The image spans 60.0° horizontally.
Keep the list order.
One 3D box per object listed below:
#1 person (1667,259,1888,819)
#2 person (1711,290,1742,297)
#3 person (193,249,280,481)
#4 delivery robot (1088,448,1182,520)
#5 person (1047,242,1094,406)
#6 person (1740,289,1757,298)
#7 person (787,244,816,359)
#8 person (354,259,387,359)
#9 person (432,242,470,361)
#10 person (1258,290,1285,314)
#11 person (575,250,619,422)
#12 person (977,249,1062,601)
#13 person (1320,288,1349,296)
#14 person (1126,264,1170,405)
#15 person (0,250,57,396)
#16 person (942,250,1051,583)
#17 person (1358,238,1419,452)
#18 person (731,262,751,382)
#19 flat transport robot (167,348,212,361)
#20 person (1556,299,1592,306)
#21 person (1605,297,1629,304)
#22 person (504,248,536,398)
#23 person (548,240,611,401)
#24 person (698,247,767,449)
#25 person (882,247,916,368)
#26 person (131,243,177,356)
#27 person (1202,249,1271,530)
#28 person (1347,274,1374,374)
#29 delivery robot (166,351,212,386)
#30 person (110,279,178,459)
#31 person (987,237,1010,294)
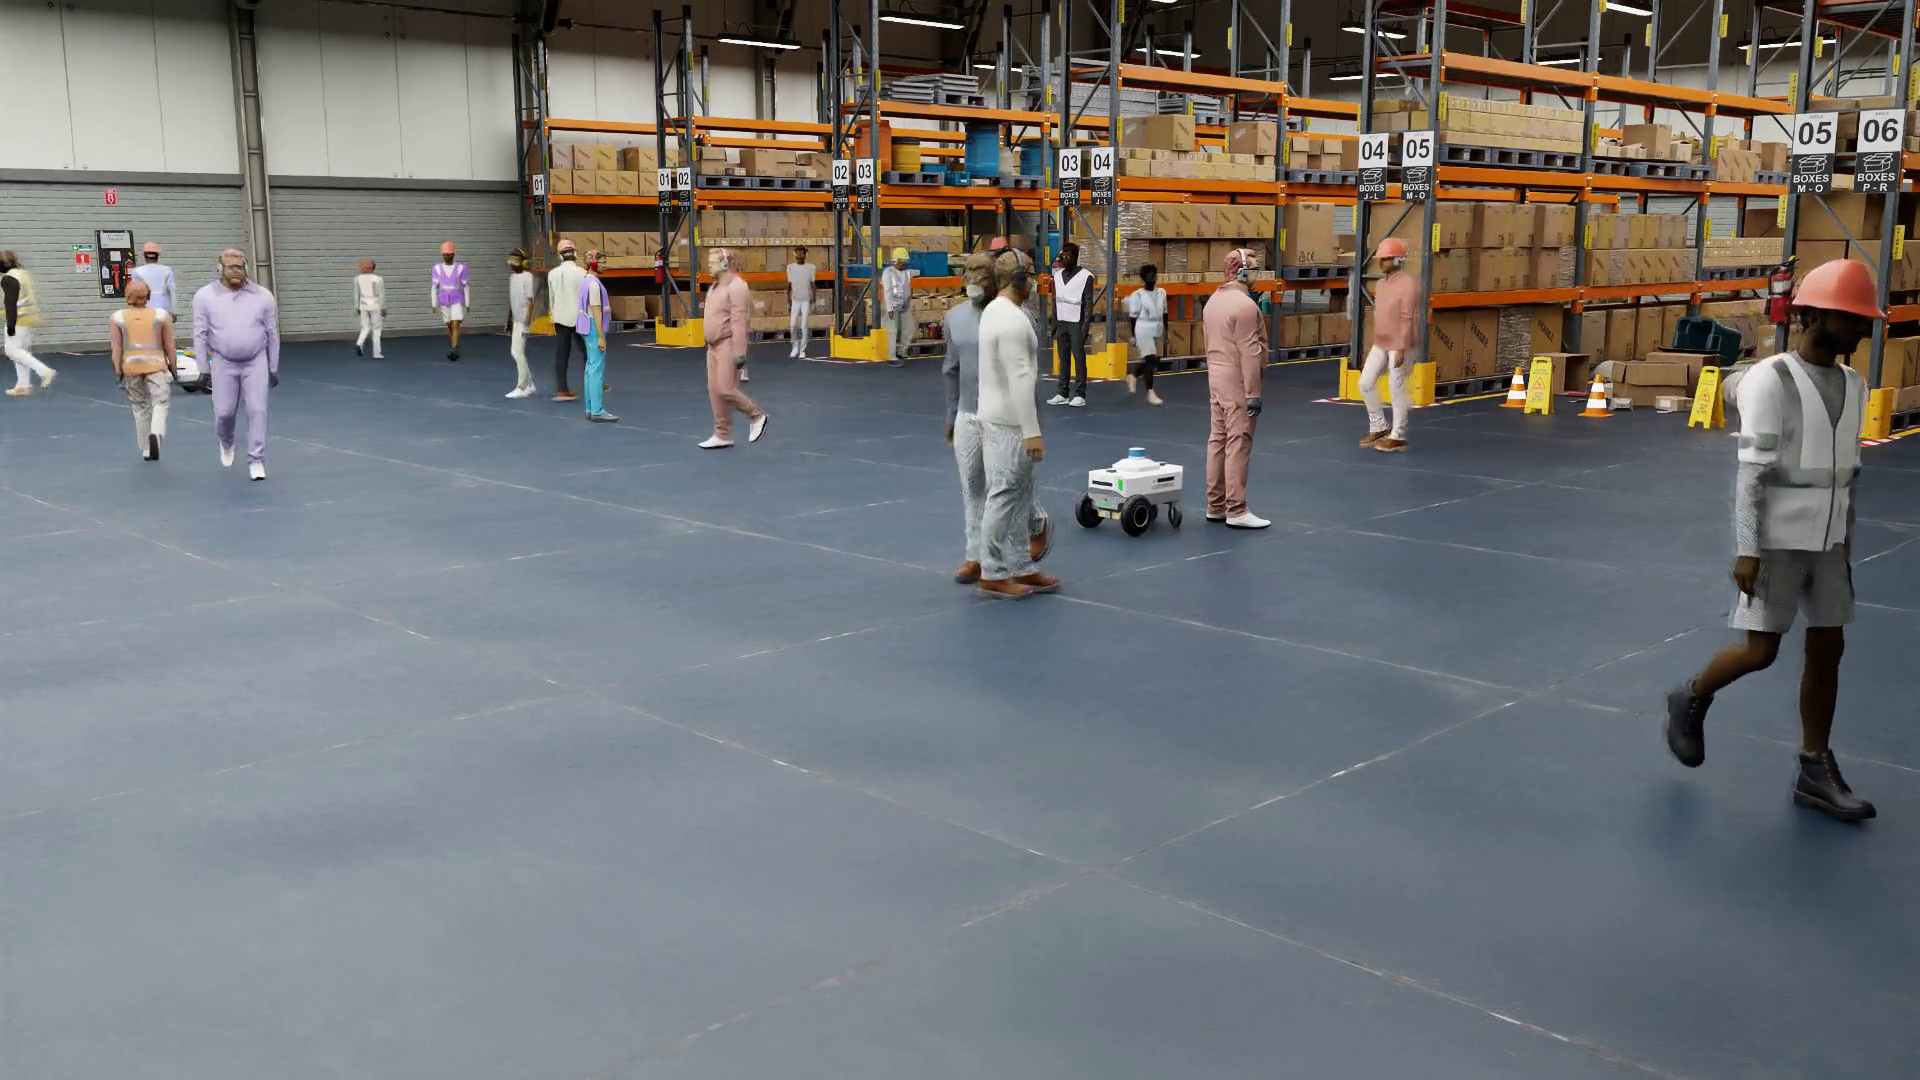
[{"bbox_3d":[2.911,-0.018,5.850,0.591,1.919,0.721,-4,11,-20],"label":"person"},{"bbox_3d":[14.347,-4.670,31.181,0.655,1.933,0.626,-8,13,-37],"label":"person"},{"bbox_3d":[-5.999,-1.466,13.827,0.648,1.894,0.620,-5,12,-25],"label":"person"},{"bbox_3d":[1.218,-0.396,11.503,0.707,0.478,0.477,-10,14,-43],"label":"delivery robot"},{"bbox_3d":[1.324,-2.553,19.694,0.591,1.916,0.392,10,14,43],"label":"person"},{"bbox_3d":[15.208,-4.821,32.211,0.782,1.855,0.569,-1,10,-3],"label":"person"},{"bbox_3d":[-2.584,-3.882,27.124,0.498,1.850,0.522,0,10,2],"label":"person"},{"bbox_3d":[-9.561,-3.732,26.926,0.517,1.625,0.439,2,11,12],"label":"person"},{"bbox_3d":[-8.205,-3.836,26.774,0.563,1.884,1.020,-1,10,-6],"label":"person"},{"bbox_3d":[5.448,-4.221,29.198,0.317,1.767,0.534,-8,13,-38],"label":"person"},{"bbox_3d":[-3.963,-2.216,18.041,0.387,1.846,0.566,-4,11,-23],"label":"person"},{"bbox_3d":[0.315,-0.636,9.222,0.441,1.937,0.662,-1,10,-3],"label":"person"},{"bbox_3d":[7.353,-4.865,32.071,1.006,2.000,0.694,-9,14,-40],"label":"person"},{"bbox_3d":[2.209,-2.477,19.940,0.534,1.670,0.678,-8,13,-36],"label":"person"},{"bbox_3d":[-11.734,-2.716,20.838,0.572,1.820,0.651,-3,11,-17],"label":"person"},{"bbox_3d":[0.224,-0.724,9.716,0.645,1.922,0.604,8,13,38],"label":"person"},{"bbox_3d":[3.968,-1.802,15.446,0.514,1.977,0.616,-5,11,-25],"label":"person"},{"bbox_3d":[-3.124,-2.984,22.797,0.522,1.638,0.310,-2,11,-8],"label":"person"},{"bbox_3d":[-12.092,-2.864,25.993,0.652,0.197,1.431,5,12,27],"label":"flat transport robot"},{"bbox_3d":[10.049,-4.019,27.382,0.794,2.026,0.602,-7,12,-33],"label":"person"},{"bbox_3d":[11.551,-4.282,29.145,0.629,1.908,0.600,-7,12,-33],"label":"person"},{"bbox_3d":[-5.454,-2.683,20.584,0.430,1.842,0.566,-8,13,-38],"label":"person"},{"bbox_3d":[-4.697,-2.705,20.458,0.655,1.936,0.945,5,11,25],"label":"person"},{"bbox_3d":[-2.182,-1.808,15.699,0.549,1.887,0.662,-7,12,-32],"label":"person"},{"bbox_3d":[-0.936,-3.540,25.354,0.447,1.813,0.596,10,14,43],"label":"person"},{"bbox_3d":[-11.513,-3.280,23.737,0.579,1.874,0.967,-7,12,-32],"label":"person"},{"bbox_3d":[1.923,-1.046,11.499,0.410,1.909,0.643,-3,11,-17],"label":"person"},{"bbox_3d":[5.775,-3.184,23.491,0.606,1.780,0.881,7,12,32],"label":"person"},{"bbox_3d":[-9.893,-2.161,21.124,0.477,0.478,0.707,8,13,36],"label":"delivery robot"},{"bbox_3d":[-7.231,-1.499,14.748,0.521,1.619,0.682,-3,11,-18],"label":"person"},{"bbox_3d":[0.660,-3.306,23.665,1.049,1.984,0.633,6,12,31],"label":"person"}]
